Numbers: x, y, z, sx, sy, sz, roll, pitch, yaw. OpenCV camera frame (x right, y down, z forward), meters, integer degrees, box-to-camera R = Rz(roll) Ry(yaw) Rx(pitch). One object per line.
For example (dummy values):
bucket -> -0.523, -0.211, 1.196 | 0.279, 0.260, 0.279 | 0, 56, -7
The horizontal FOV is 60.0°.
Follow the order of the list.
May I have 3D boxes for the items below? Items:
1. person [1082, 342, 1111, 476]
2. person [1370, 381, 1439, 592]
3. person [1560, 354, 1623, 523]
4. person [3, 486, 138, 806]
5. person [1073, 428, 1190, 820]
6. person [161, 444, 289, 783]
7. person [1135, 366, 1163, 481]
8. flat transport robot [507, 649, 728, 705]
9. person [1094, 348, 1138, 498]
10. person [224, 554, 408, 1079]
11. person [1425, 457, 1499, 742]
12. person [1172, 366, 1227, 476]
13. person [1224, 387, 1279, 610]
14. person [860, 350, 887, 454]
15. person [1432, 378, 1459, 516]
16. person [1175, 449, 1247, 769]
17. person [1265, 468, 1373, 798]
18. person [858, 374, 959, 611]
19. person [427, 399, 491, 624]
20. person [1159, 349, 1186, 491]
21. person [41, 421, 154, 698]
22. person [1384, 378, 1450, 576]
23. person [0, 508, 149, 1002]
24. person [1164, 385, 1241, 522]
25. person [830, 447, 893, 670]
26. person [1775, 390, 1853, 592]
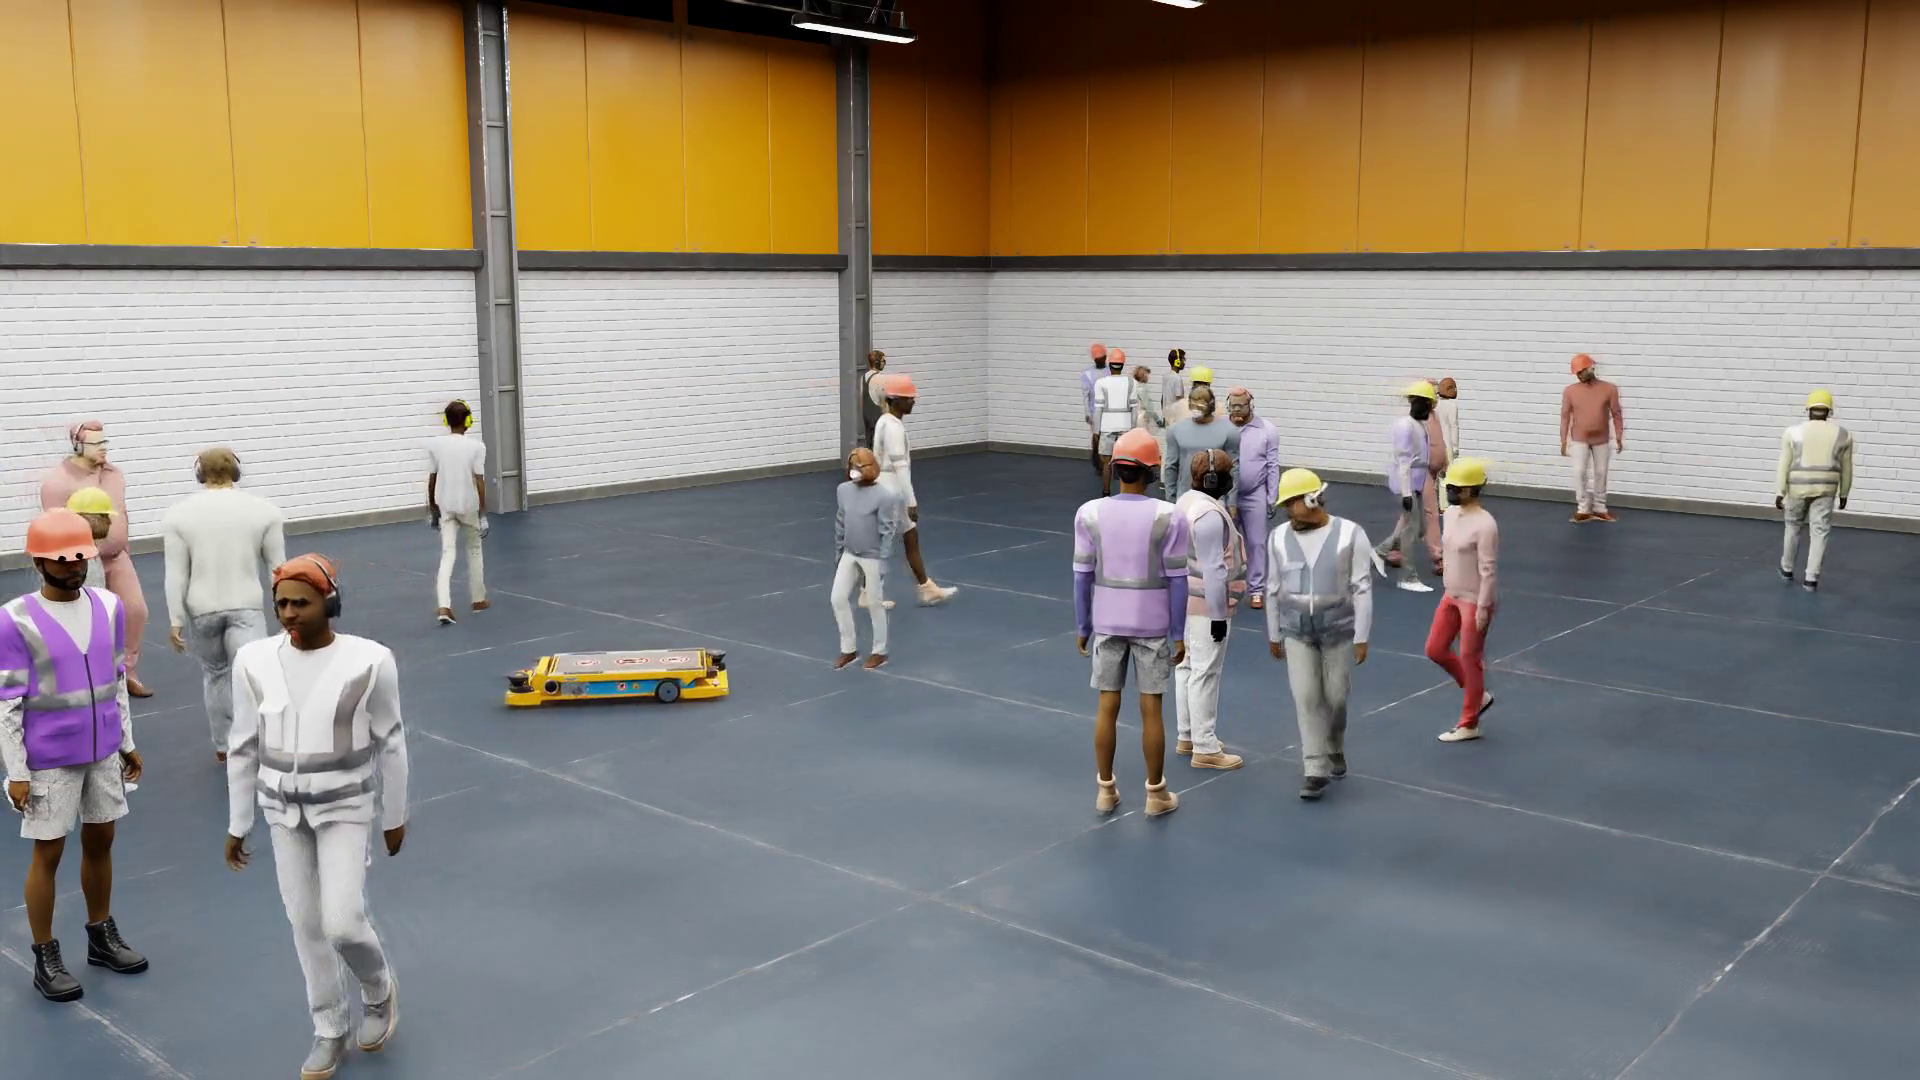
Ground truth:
person -> 2.037, -1.878, 23.712 | 0.562, 1.908, 0.795 | 2, 9, 10
person -> 4.019, -0.492, 15.019 | 0.597, 1.897, 0.582 | 6, 11, 32
person -> 7.231, -1.156, 19.046 | 0.692, 1.944, 0.572 | 3, 10, 19
person -> -4.814, 0.568, 8.921 | 0.639, 1.710, 0.501 | -2, 9, -10
person -> 0.897, 0.438, 8.696 | 0.609, 2.044, 0.393 | 3, 10, 21
person -> -4.109, 0.418, 9.347 | 0.648, 1.898, 0.901 | -4, 10, -21
person -> 2.546, -1.570, 22.659 | 0.460, 1.612, 0.590 | 1, 9, 4
flat transport robot -> -2.298, 0.916, 11.247 | 1.431, 0.197, 0.652 | -1, 9, -9
person -> 1.910, -1.382, 20.458 | 0.551, 1.937, 0.357 | -1, 9, -6
person -> -2.272, 0.980, 5.850 | 0.580, 1.866, 0.406 | 1, 9, 6
person -> 3.048, 0.368, 10.044 | 0.442, 1.746, 0.546 | -3, 9, -16
person -> 2.500, -0.843, 17.183 | 0.617, 1.892, 0.857 | 4, 10, 25
person -> 2.384, -0.357, 14.174 | 0.655, 1.894, 0.401 | 2, 9, 15
person -> -1.122, -1.594, 22.080 | 0.328, 1.844, 0.514 | -7, 11, -37
person -> 5.717, -1.100, 19.640 | 0.281, 1.634, 0.498 | -4, 10, -21
person -> 1.438, 0.390, 9.637 | 0.429, 1.844, 0.622 | -1, 9, -7
person -> 1.950, 0.502, 9.120 | 0.608, 1.775, 0.602 | 4, 10, 21
person -> -0.429, -0.385, 13.978 | 0.967, 2.000, 0.642 | -1, 9, -6
person -> -4.134, -0.242, 13.673 | 0.535, 1.832, 0.953 | 0, 9, 1
person -> 2.828, -1.576, 21.908 | 0.313, 1.864, 0.538 | -3, 10, -18
person -> -5.642, 0.160, 10.950 | 0.654, 1.883, 0.680 | 3, 10, 18
person -> 4.425, -0.605, 15.789 | 0.872, 1.872, 0.644 | 6, 11, 33
person -> -3.493, 0.829, 6.578 | 0.375, 1.935, 0.551 | 5, 10, 27
person -> 2.000, -0.325, 13.835 | 0.637, 1.934, 0.403 | 3, 10, 18
person -> -0.728, 0.144, 11.872 | 0.536, 1.615, 0.559 | 6, 11, 33
person -> 7.744, -0.465, 15.125 | 0.628, 1.793, 0.857 | 3, 10, 19
